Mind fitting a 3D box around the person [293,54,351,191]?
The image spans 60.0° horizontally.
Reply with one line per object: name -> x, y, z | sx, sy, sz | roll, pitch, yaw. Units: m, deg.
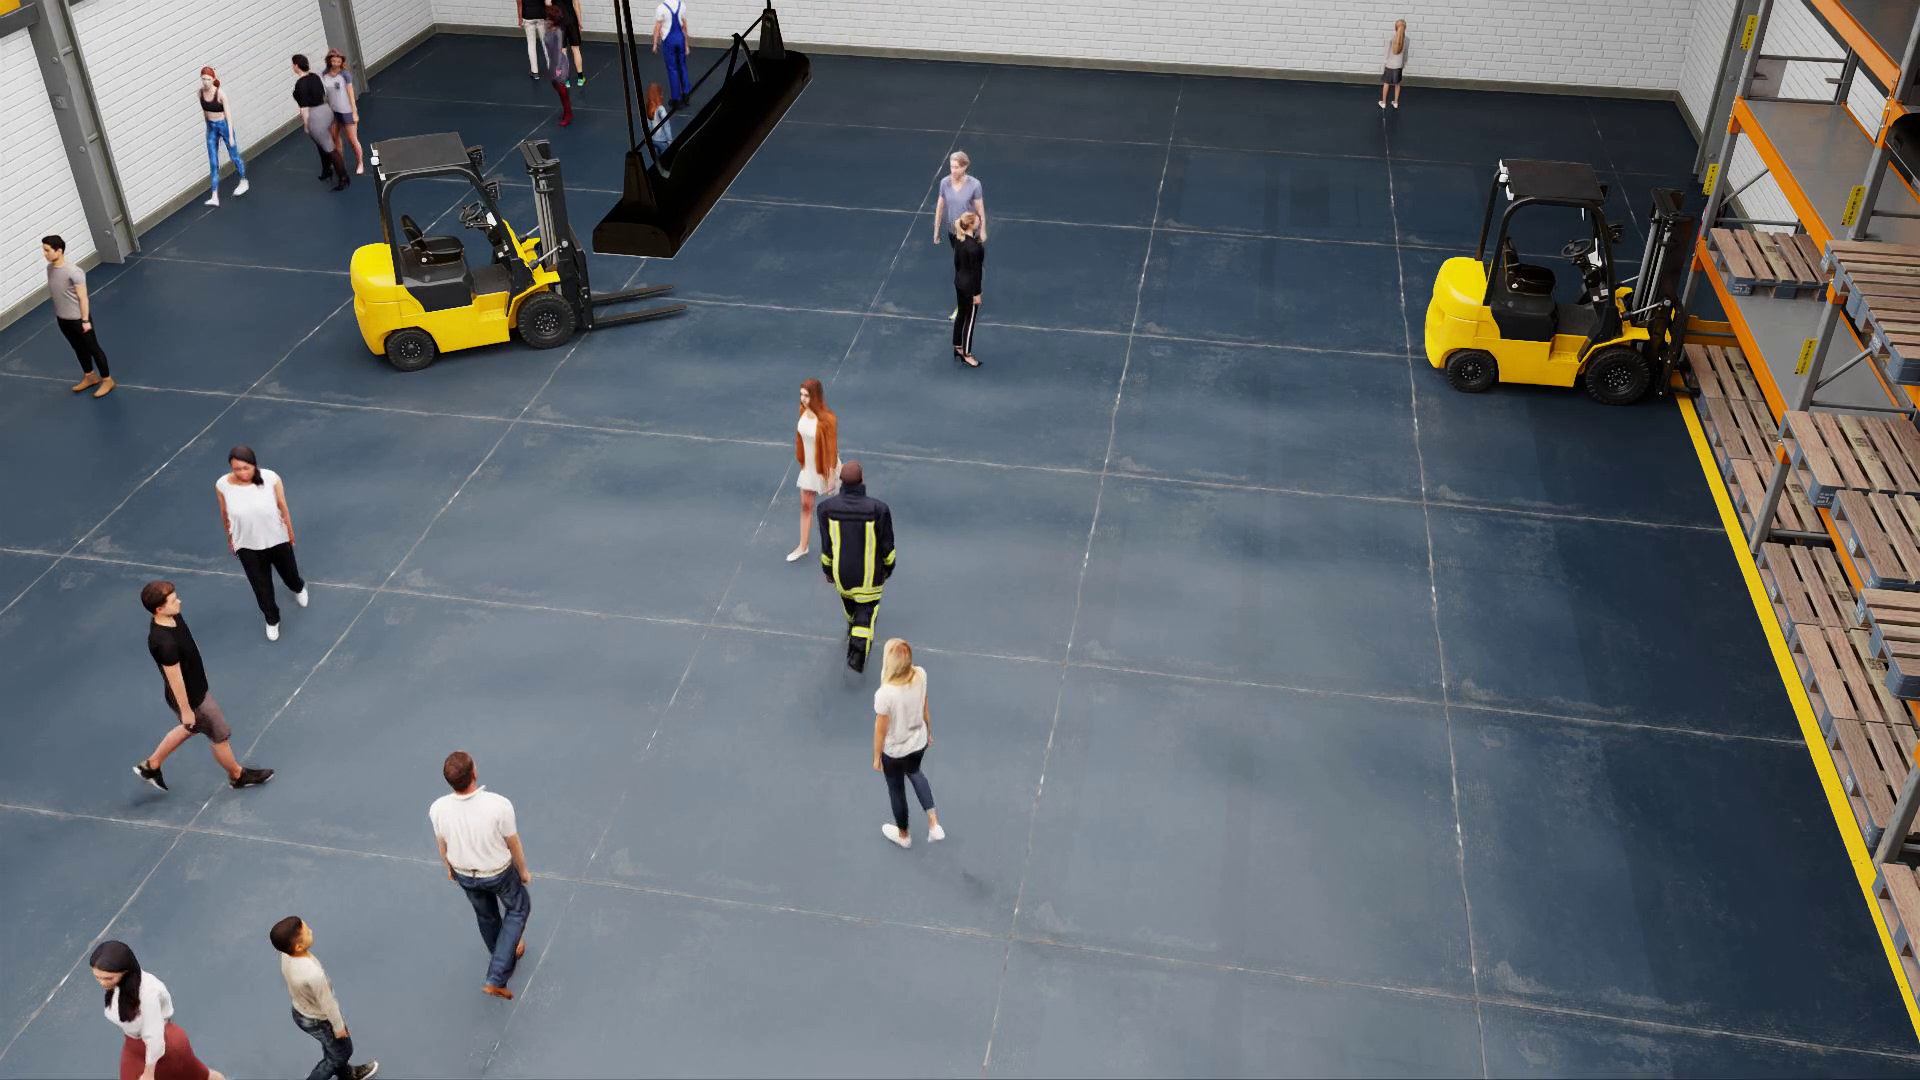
person -> -8.241, -5.396, 21.531 | 0.761, 1.732, 0.731 | -1, 34, -1

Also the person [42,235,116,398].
person -> -8.985, -2.296, 16.876 | 0.661, 1.724, 0.619 | 15, 36, 21

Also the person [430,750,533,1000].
person -> -2.921, 2.098, 10.154 | 0.713, 1.846, 0.908 | 3, 34, 4

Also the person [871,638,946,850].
person -> -0.310, 1.432, 11.197 | 0.854, 1.801, 0.901 | -26, 41, -33

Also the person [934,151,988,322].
person -> 0.077, -3.424, 18.462 | 0.912, 1.847, 1.168 | 17, 37, 24

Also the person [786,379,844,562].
person -> -1.139, -0.667, 14.460 | 0.960, 1.685, 1.190 | 23, 40, 30

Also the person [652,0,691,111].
person -> -4.133, -7.149, 24.071 | 0.787, 1.842, 0.850 | -22, 39, -29

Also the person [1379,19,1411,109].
person -> 6.356, -6.968, 24.310 | 0.549, 1.275, 0.573 | -2, 34, -3

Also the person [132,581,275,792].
person -> -5.525, 1.079, 11.696 | 1.118, 1.837, 1.181 | -13, 36, -18

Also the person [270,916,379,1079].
person -> -3.731, 2.751, 9.528 | 0.791, 1.452, 0.916 | 26, 41, 33

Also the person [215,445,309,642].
person -> -5.671, -0.038, 13.522 | 0.837, 1.676, 0.933 | -8, 34, -12

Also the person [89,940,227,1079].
person -> -4.368, 2.798, 9.234 | 0.786, 1.700, 1.141 | 16, 37, 22

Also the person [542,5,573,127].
person -> -5.699, -6.737, 23.578 | 0.811, 1.701, 0.735 | -12, 35, -17

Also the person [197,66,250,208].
person -> -9.348, -5.172, 21.190 | 0.583, 1.739, 1.141 | 6, 34, 10

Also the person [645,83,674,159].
person -> -3.858, -5.147, 21.387 | 0.641, 1.477, 0.665 | 27, 42, 34

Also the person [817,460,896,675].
person -> -0.818, 0.216, 13.031 | 0.787, 1.796, 1.158 | 4, 34, 5

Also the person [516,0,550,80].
person -> -6.477, -7.955, 25.316 | 0.764, 1.804, 0.772 | -12, 36, -18

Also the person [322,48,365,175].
person -> -8.157, -5.665, 21.964 | 0.852, 1.701, 0.674 | 21, 39, 29

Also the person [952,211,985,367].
person -> 0.074, -2.628, 17.392 | 0.751, 1.705, 0.658 | -16, 37, -22

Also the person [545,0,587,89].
person -> -5.924, -7.759, 24.942 | 0.768, 1.892, 0.777 | -13, 36, -18
